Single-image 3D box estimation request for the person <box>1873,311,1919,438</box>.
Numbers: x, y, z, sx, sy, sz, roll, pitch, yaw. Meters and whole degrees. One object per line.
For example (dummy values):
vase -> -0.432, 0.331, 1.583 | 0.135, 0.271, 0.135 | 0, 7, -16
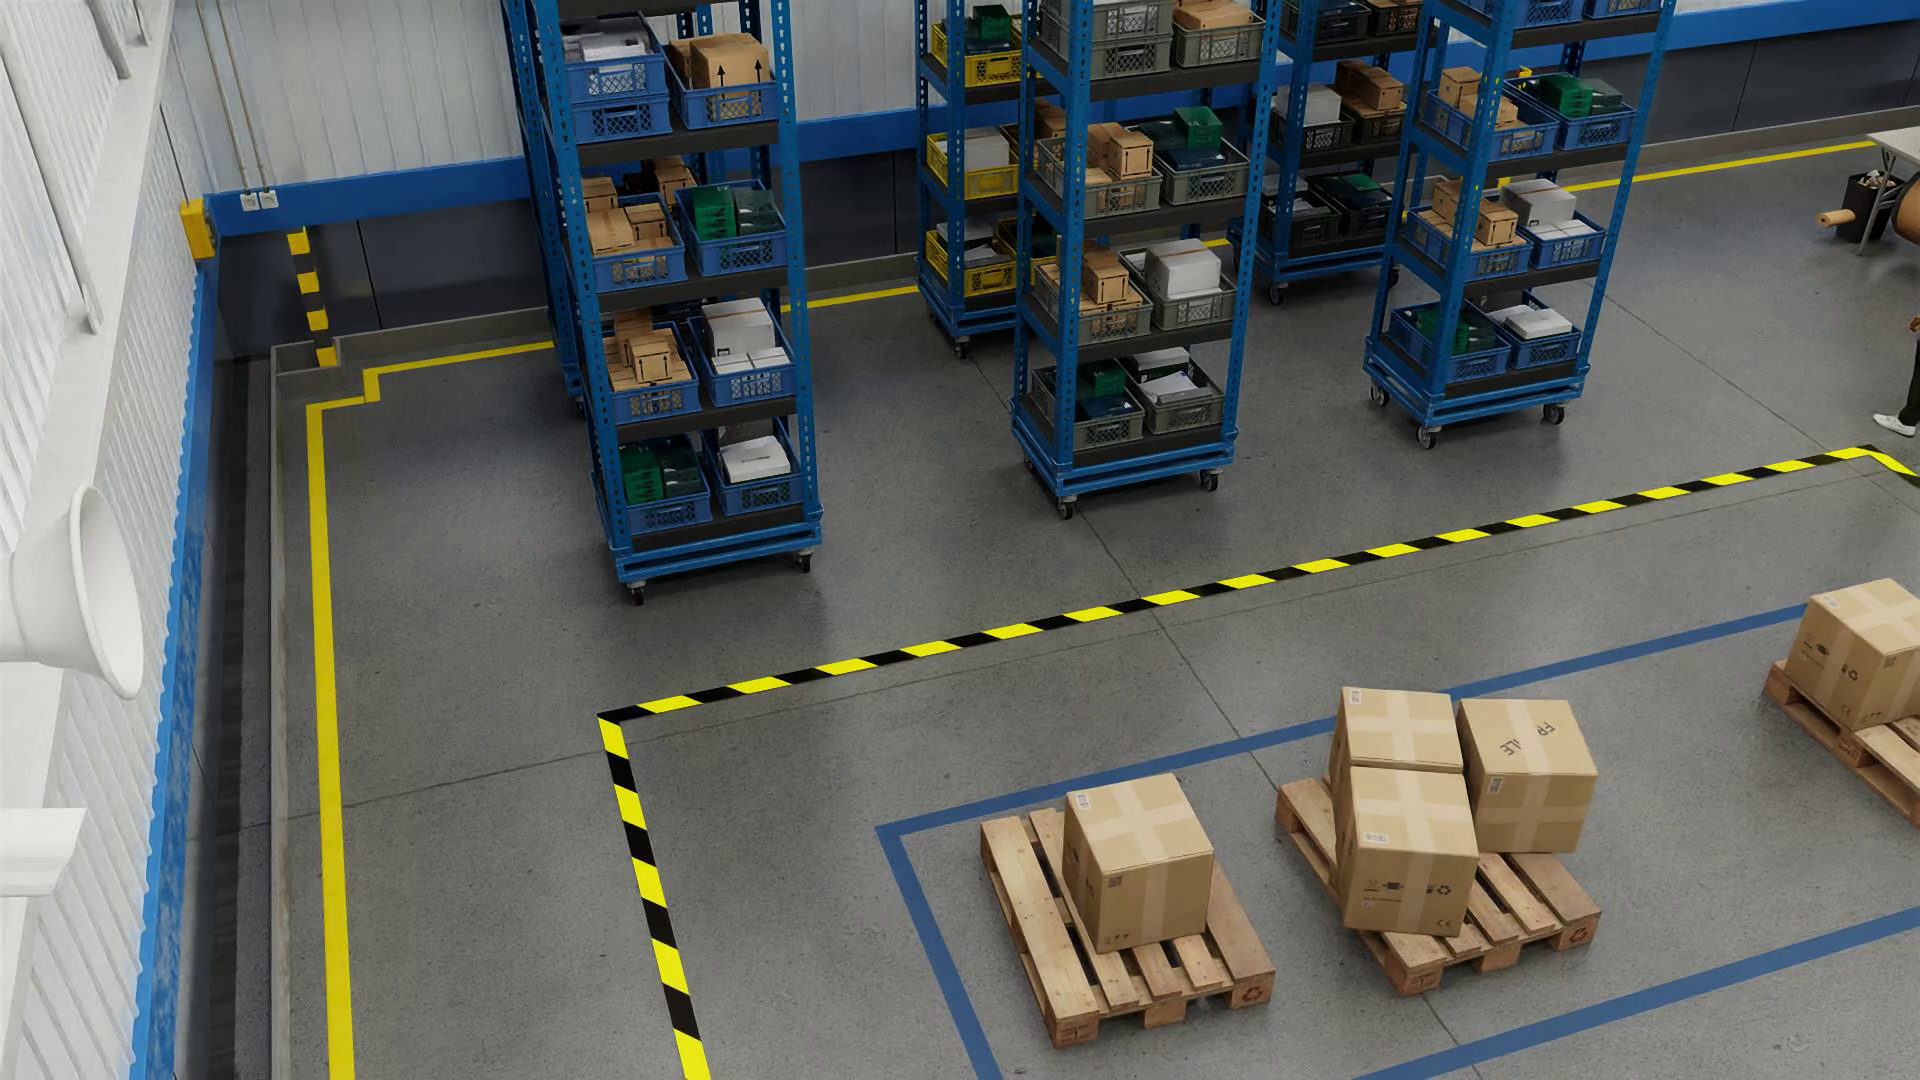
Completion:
person -> 6.480, -1.540, 10.863 | 0.597, 1.851, 0.377 | -13, 37, -17
